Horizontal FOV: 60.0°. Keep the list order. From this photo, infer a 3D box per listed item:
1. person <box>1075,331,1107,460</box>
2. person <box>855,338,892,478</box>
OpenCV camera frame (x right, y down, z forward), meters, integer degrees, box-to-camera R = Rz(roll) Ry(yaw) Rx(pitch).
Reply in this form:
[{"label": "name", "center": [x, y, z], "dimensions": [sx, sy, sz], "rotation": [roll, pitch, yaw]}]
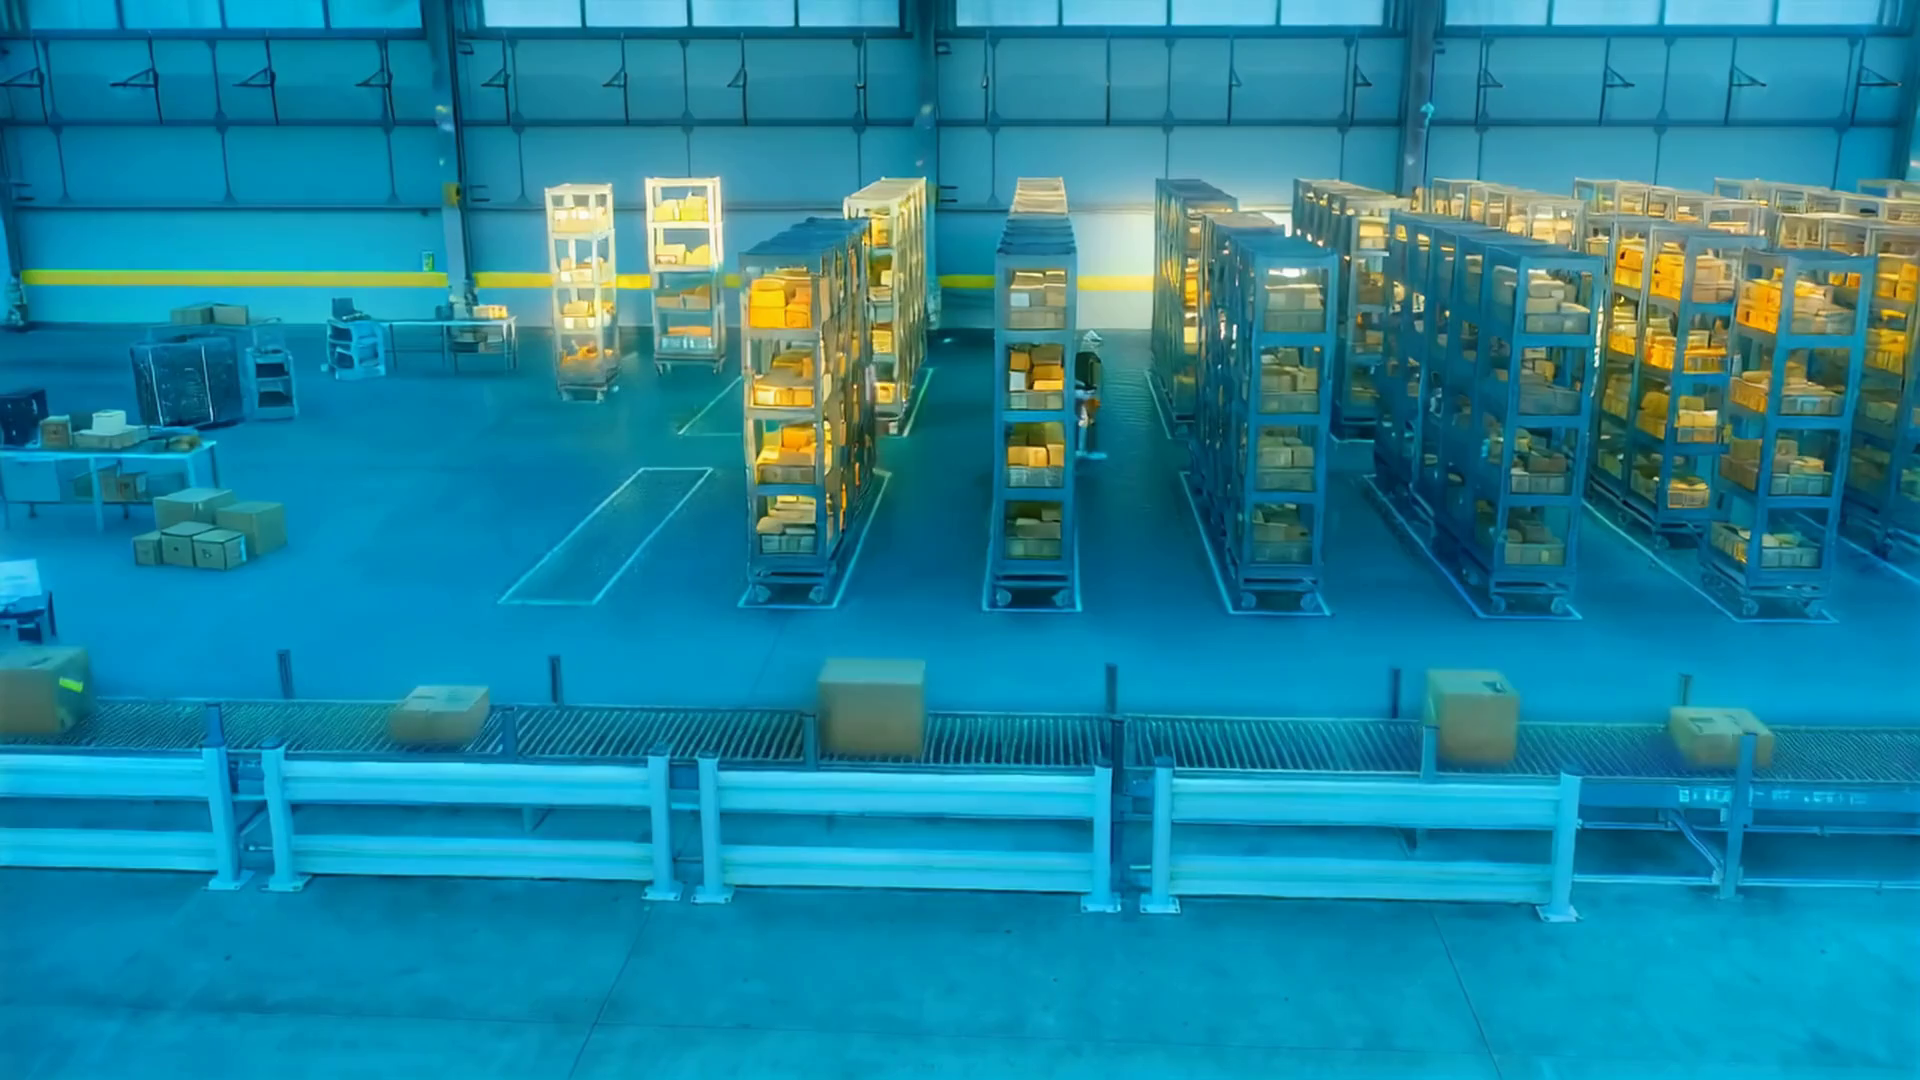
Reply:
[{"label": "person", "center": [1.858, -2.058, 23.702], "dimensions": [0.404, 1.834, 0.591], "rotation": [-9, 18, -31]}, {"label": "person", "center": [-1.321, -1.769, 22.459], "dimensions": [0.753, 1.924, 0.602], "rotation": [-9, 17, -30]}]
